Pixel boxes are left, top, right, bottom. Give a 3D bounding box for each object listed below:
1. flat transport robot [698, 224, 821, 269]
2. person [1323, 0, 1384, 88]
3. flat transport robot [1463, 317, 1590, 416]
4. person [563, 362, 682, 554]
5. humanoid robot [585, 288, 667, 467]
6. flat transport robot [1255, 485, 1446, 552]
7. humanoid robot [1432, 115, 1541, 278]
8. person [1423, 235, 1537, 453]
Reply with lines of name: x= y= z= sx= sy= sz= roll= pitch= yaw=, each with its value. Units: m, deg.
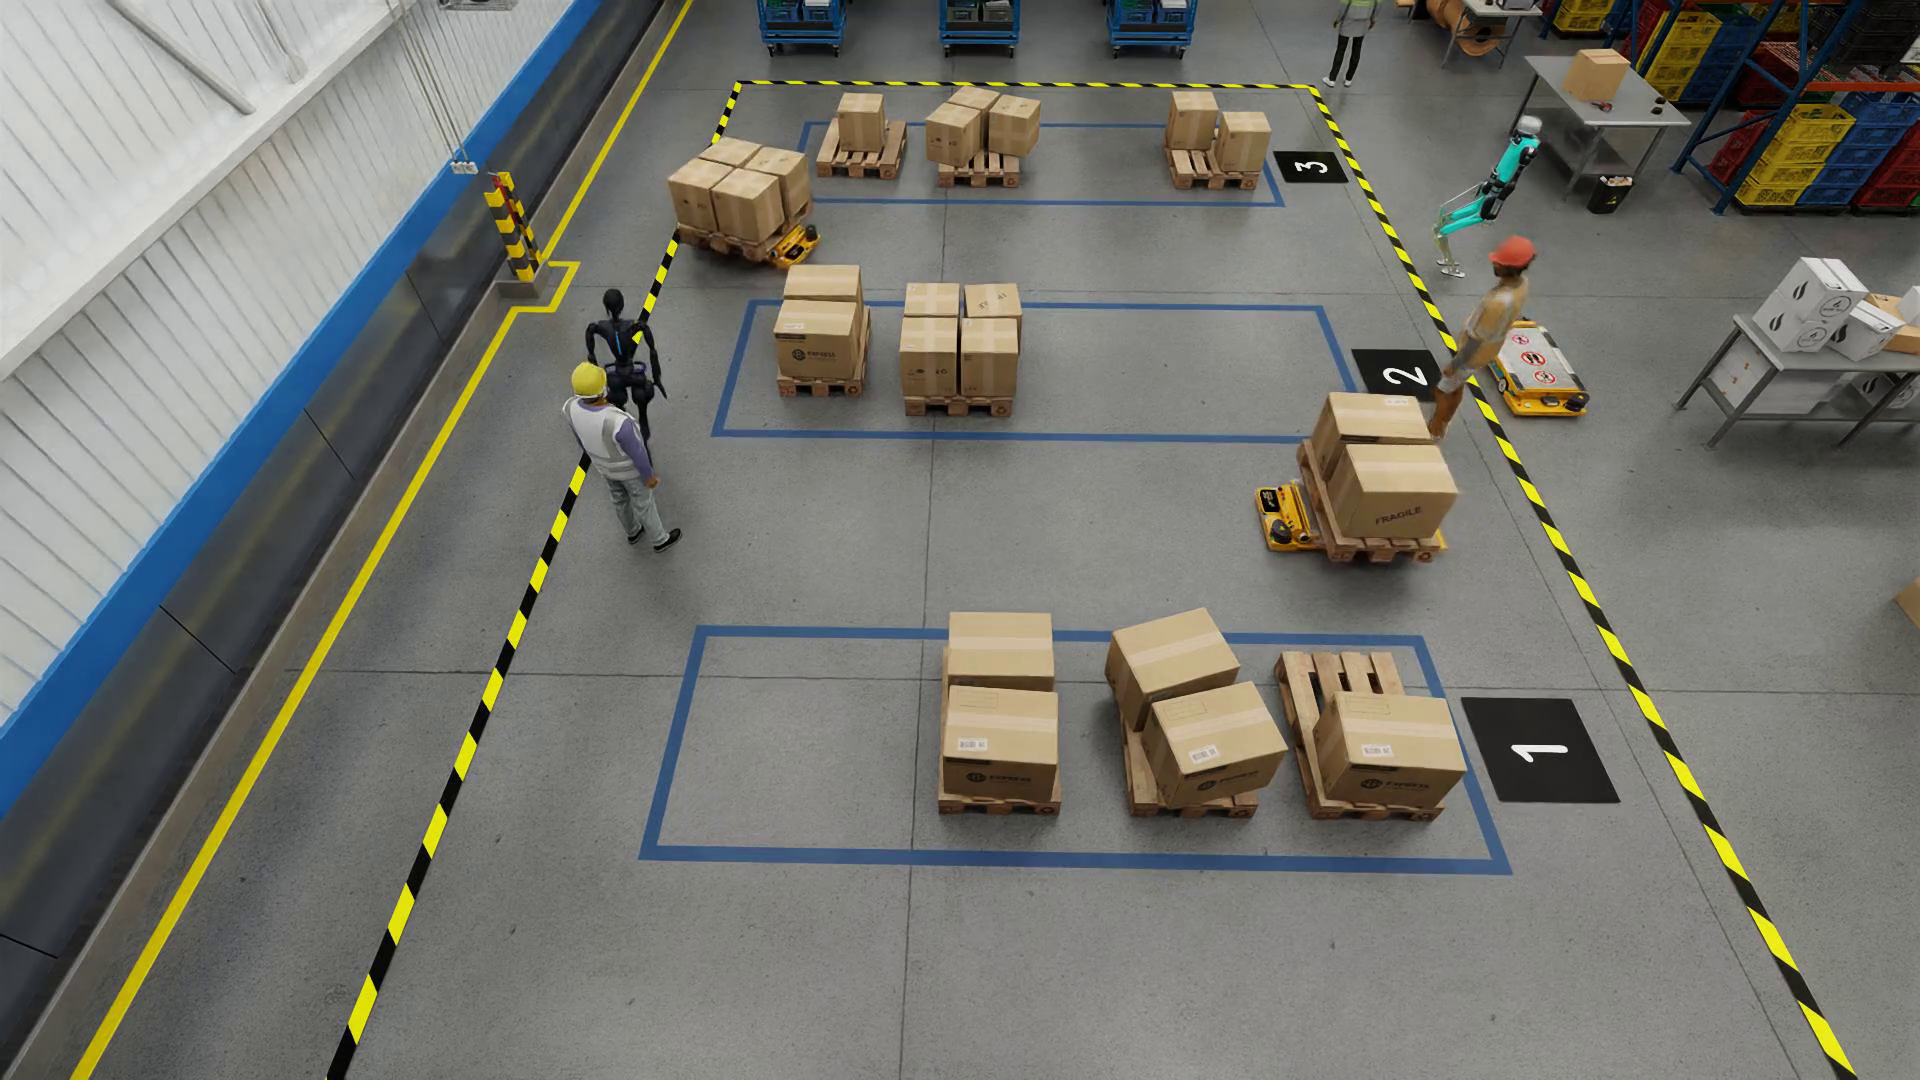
flat transport robot: x=-2.394 y=-3.523 z=10.565 sx=1.431 sy=0.197 sz=0.652 roll=18 pitch=51 yaw=15
person: x=5.554 y=-7.349 z=12.848 sx=0.597 sy=1.849 sz=0.387 roll=0 pitch=49 yaw=0
flat transport robot: x=5.573 y=-1.757 z=9.054 sx=0.659 sy=0.231 sz=1.431 roll=1 pitch=49 yaw=1
person: x=-2.586 y=-0.605 z=7.019 sx=0.599 sy=1.835 sz=0.403 roll=20 pitch=52 yaw=16
humanoid robot: x=-2.827 y=-1.335 z=7.764 sx=0.630 sy=1.626 sz=0.455 roll=-11 pitch=50 yaw=-9
flat transport robot: x=3.274 y=-0.213 z=7.699 sx=1.431 sy=0.197 sz=0.652 roll=1 pitch=49 yaw=1
humanoid robot: x=5.360 y=-3.578 z=9.573 sx=0.735 sy=1.673 sz=0.533 roll=9 pitch=50 yaw=8
person: x=4.356 y=-1.615 z=7.772 sx=0.484 sy=2.020 sz=0.661 roll=37 pitch=58 yaw=28
